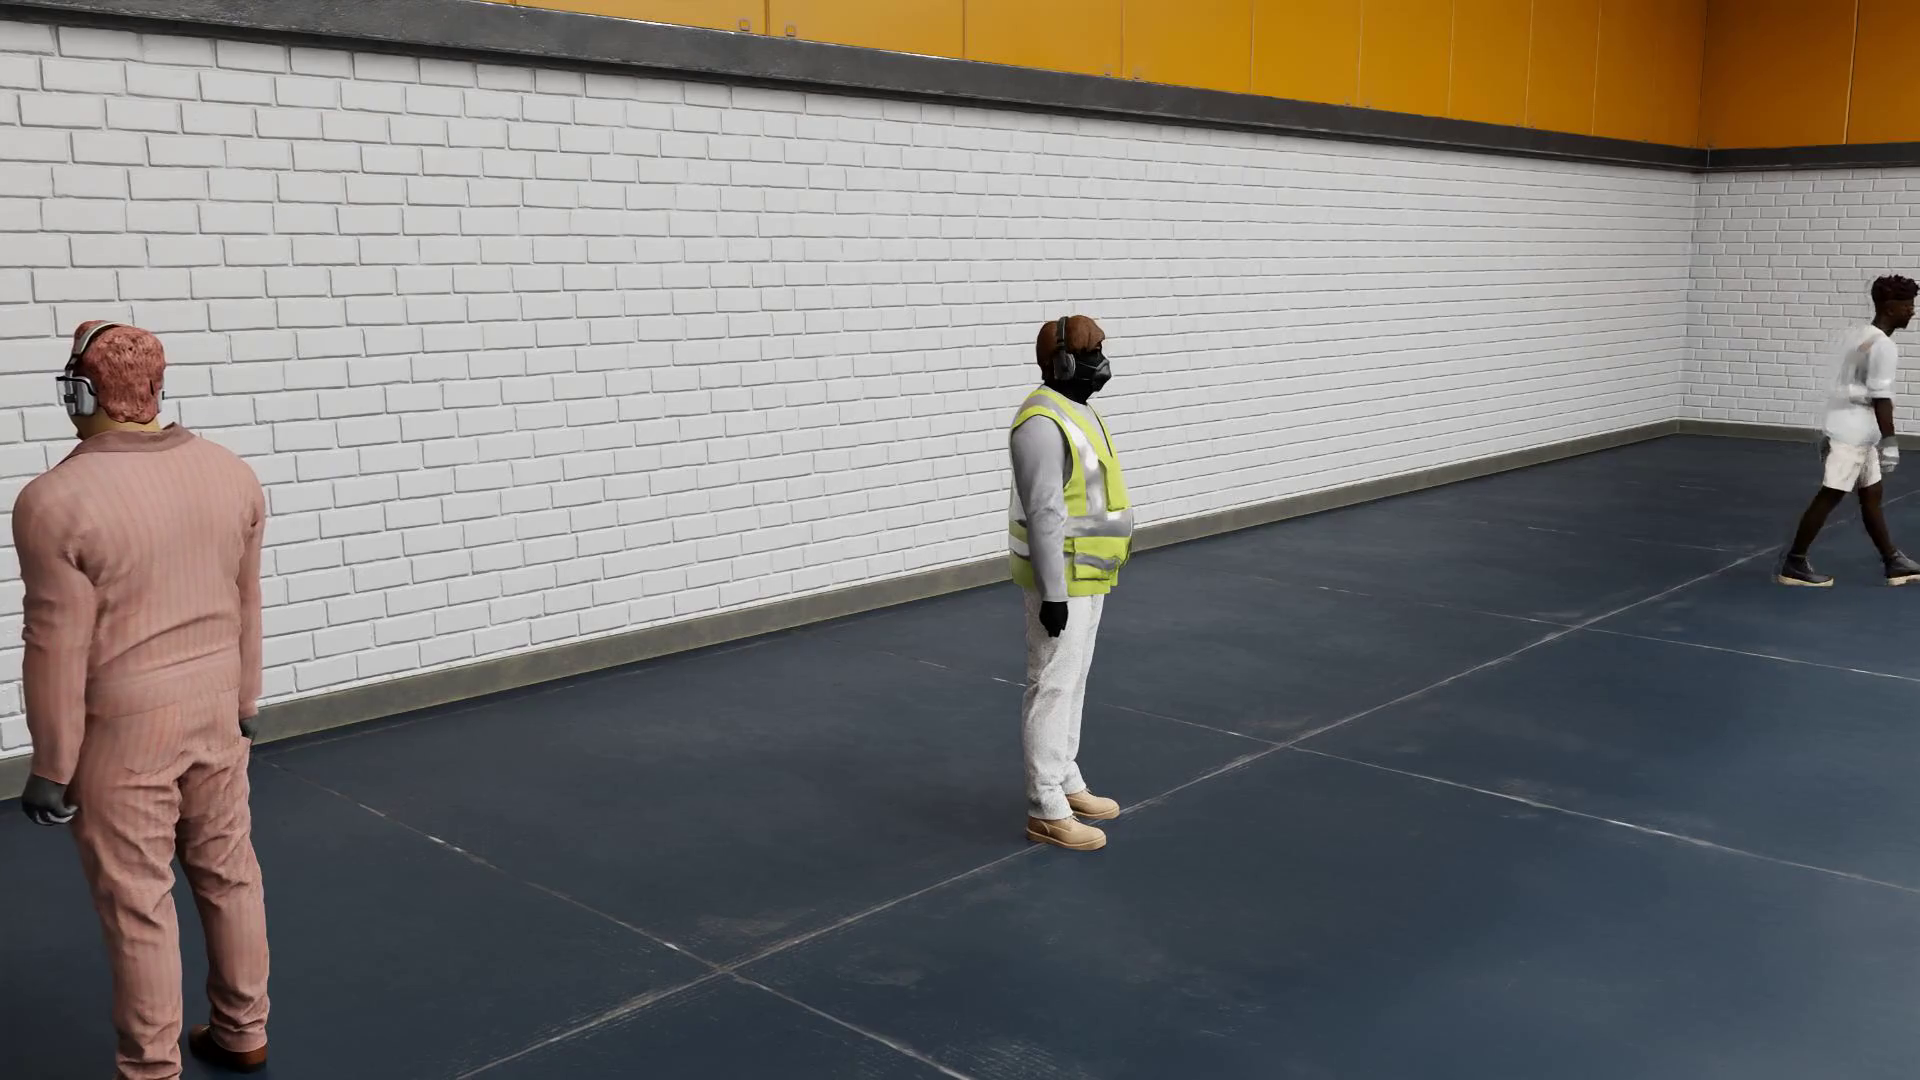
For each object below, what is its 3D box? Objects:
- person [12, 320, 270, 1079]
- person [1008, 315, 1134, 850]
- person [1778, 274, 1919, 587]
[{"bbox_3d":[-1.950,0.438,3.969,0.408,1.909,0.638,4,11,23],"label":"person"},{"bbox_3d":[0.392,0.139,5.851,0.429,1.847,0.625,3,10,15],"label":"person"},{"bbox_3d":[5.526,-0.638,10.068,0.982,1.909,0.618,3,10,16],"label":"person"}]
